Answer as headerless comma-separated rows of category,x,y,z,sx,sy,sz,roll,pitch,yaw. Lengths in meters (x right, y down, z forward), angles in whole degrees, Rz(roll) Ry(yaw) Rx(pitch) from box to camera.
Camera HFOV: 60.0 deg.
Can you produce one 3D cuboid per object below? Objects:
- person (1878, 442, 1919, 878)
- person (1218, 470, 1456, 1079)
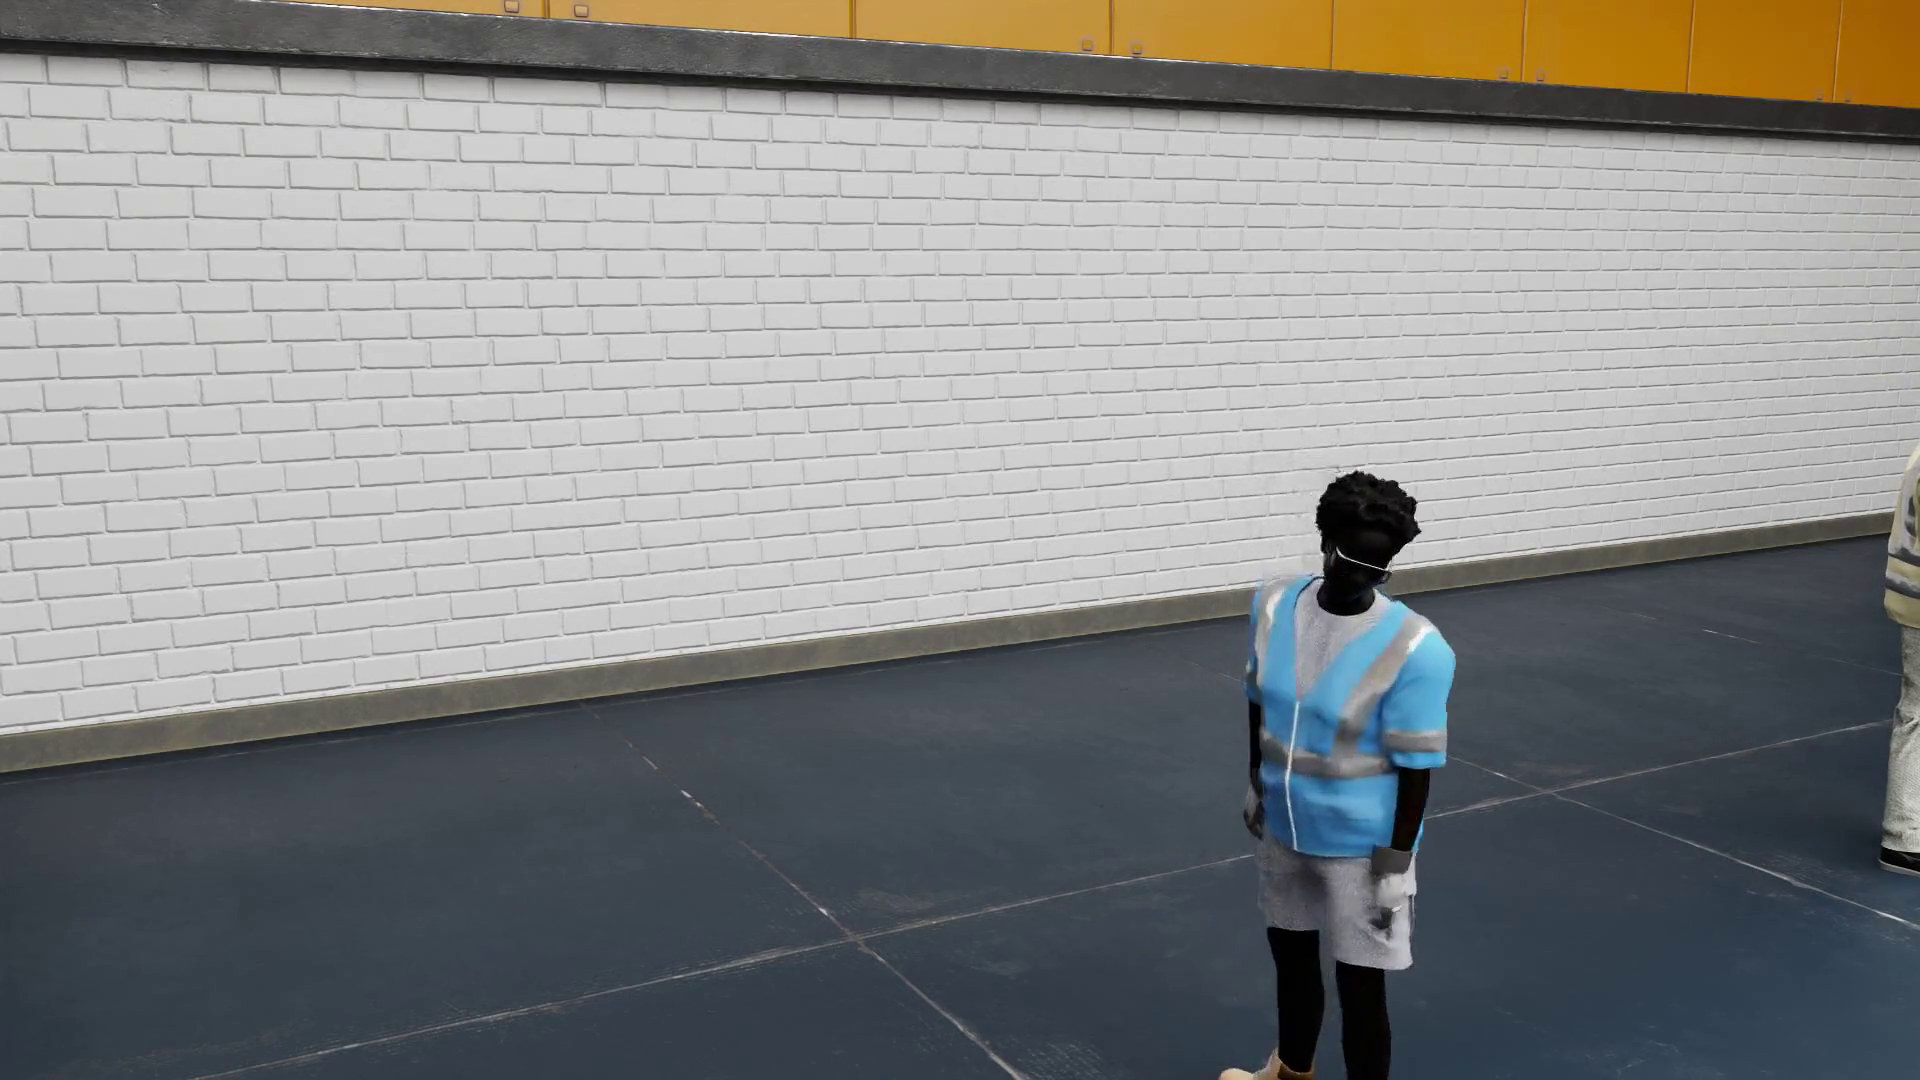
person,3.367,0.247,5.658,0.403,1.824,0.593,6,11,30
person,0.806,0.647,3.800,0.339,1.668,0.684,-7,12,-35
